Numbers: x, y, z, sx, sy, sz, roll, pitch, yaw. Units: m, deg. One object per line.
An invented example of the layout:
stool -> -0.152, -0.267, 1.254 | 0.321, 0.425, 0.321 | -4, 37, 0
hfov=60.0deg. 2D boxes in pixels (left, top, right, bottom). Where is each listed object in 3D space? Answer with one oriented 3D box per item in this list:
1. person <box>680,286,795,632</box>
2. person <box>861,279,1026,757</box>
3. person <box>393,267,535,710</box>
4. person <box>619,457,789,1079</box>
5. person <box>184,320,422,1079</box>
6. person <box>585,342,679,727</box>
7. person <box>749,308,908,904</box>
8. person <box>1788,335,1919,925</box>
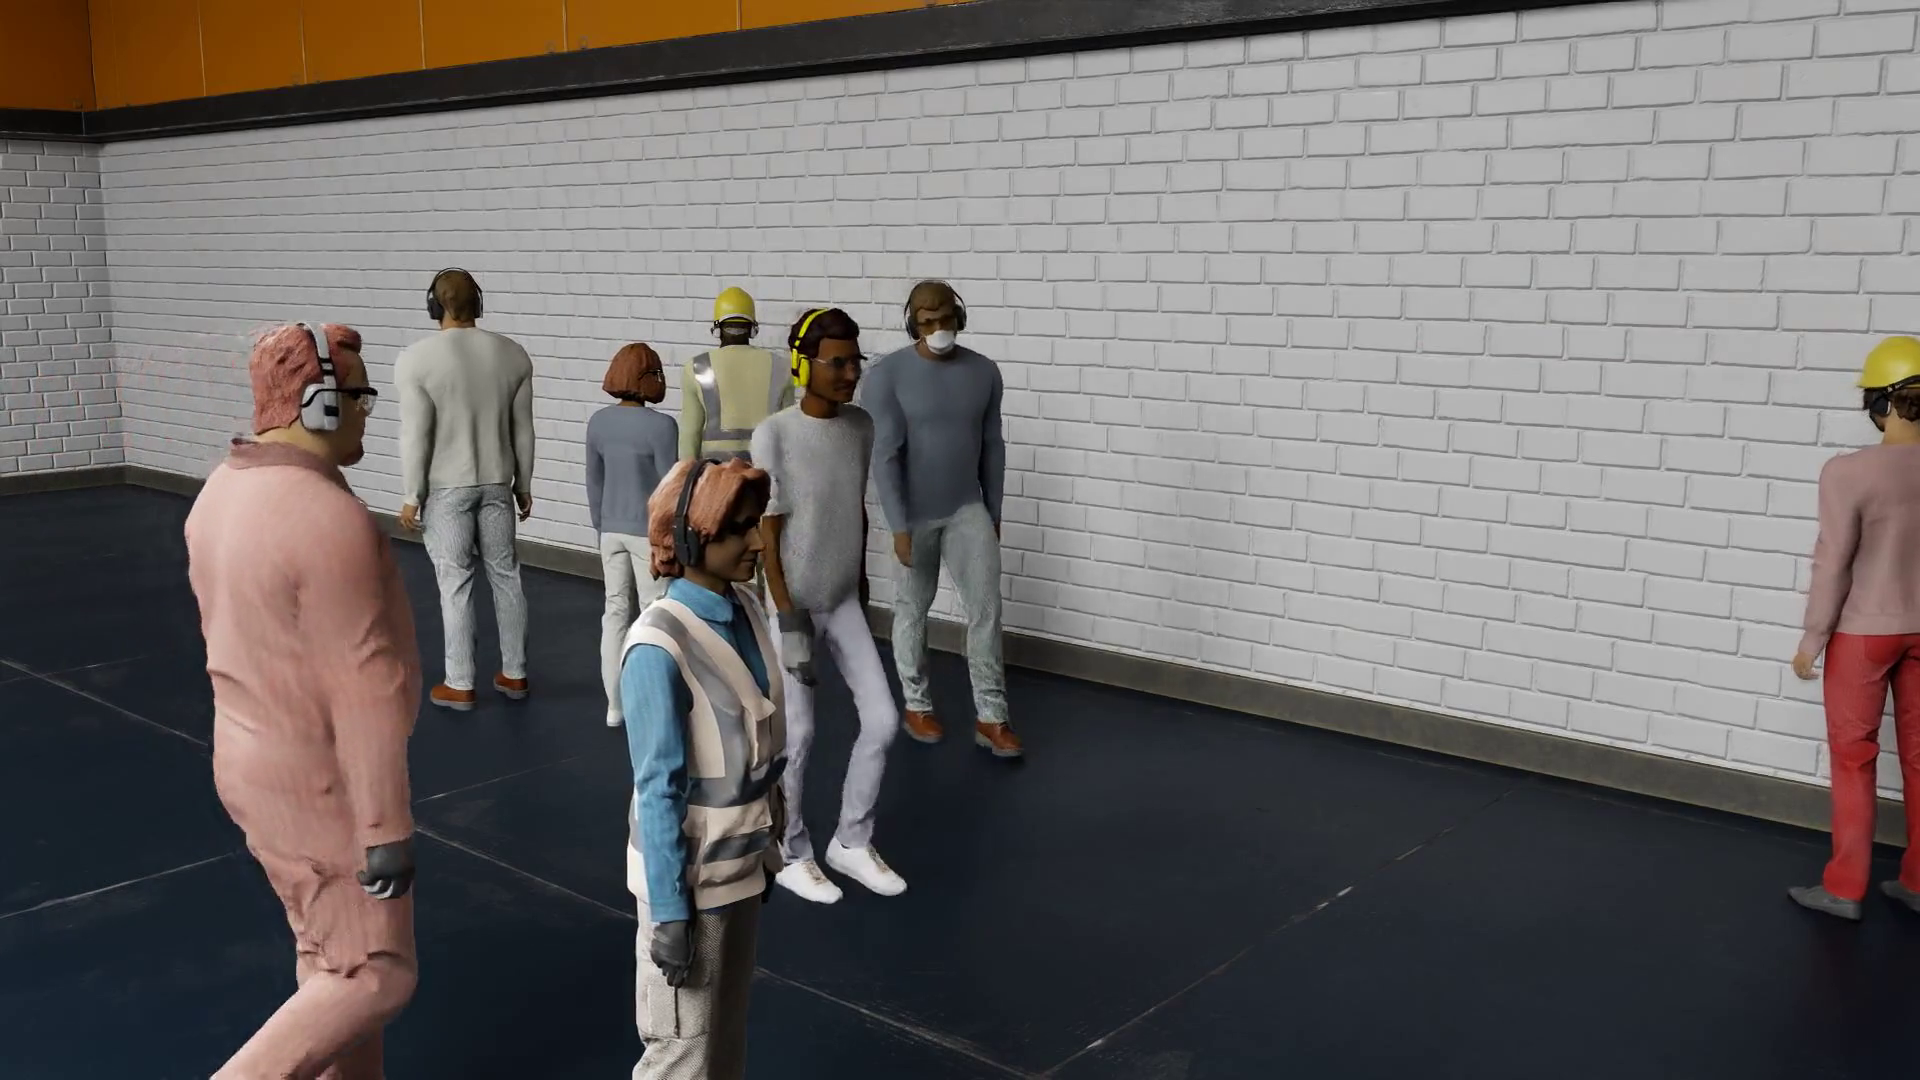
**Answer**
person -> -1.110, -0.342, 8.318 | 0.601, 1.831, 0.404 | -4, 11, -22
person -> -0.052, -0.071, 6.589 | 0.643, 1.894, 0.844 | -5, 11, -25
person -> -2.166, -0.222, 7.337 | 0.635, 1.936, 0.354 | -9, 13, -42
person -> -0.483, 0.655, 3.194 | 0.310, 1.638, 0.522 | 2, 10, 11
person -> -1.362, 0.510, 3.345 | 0.658, 1.885, 0.652 | -9, 13, -42
person -> -1.349, -0.008, 6.981 | 0.501, 1.633, 0.283 | 6, 12, 32
person -> -0.389, 0.226, 5.064 | 0.569, 1.845, 0.522 | 10, 14, 44
person -> 2.777, 0.273, 5.008 | 0.532, 1.766, 0.328 | -1, 10, -8
